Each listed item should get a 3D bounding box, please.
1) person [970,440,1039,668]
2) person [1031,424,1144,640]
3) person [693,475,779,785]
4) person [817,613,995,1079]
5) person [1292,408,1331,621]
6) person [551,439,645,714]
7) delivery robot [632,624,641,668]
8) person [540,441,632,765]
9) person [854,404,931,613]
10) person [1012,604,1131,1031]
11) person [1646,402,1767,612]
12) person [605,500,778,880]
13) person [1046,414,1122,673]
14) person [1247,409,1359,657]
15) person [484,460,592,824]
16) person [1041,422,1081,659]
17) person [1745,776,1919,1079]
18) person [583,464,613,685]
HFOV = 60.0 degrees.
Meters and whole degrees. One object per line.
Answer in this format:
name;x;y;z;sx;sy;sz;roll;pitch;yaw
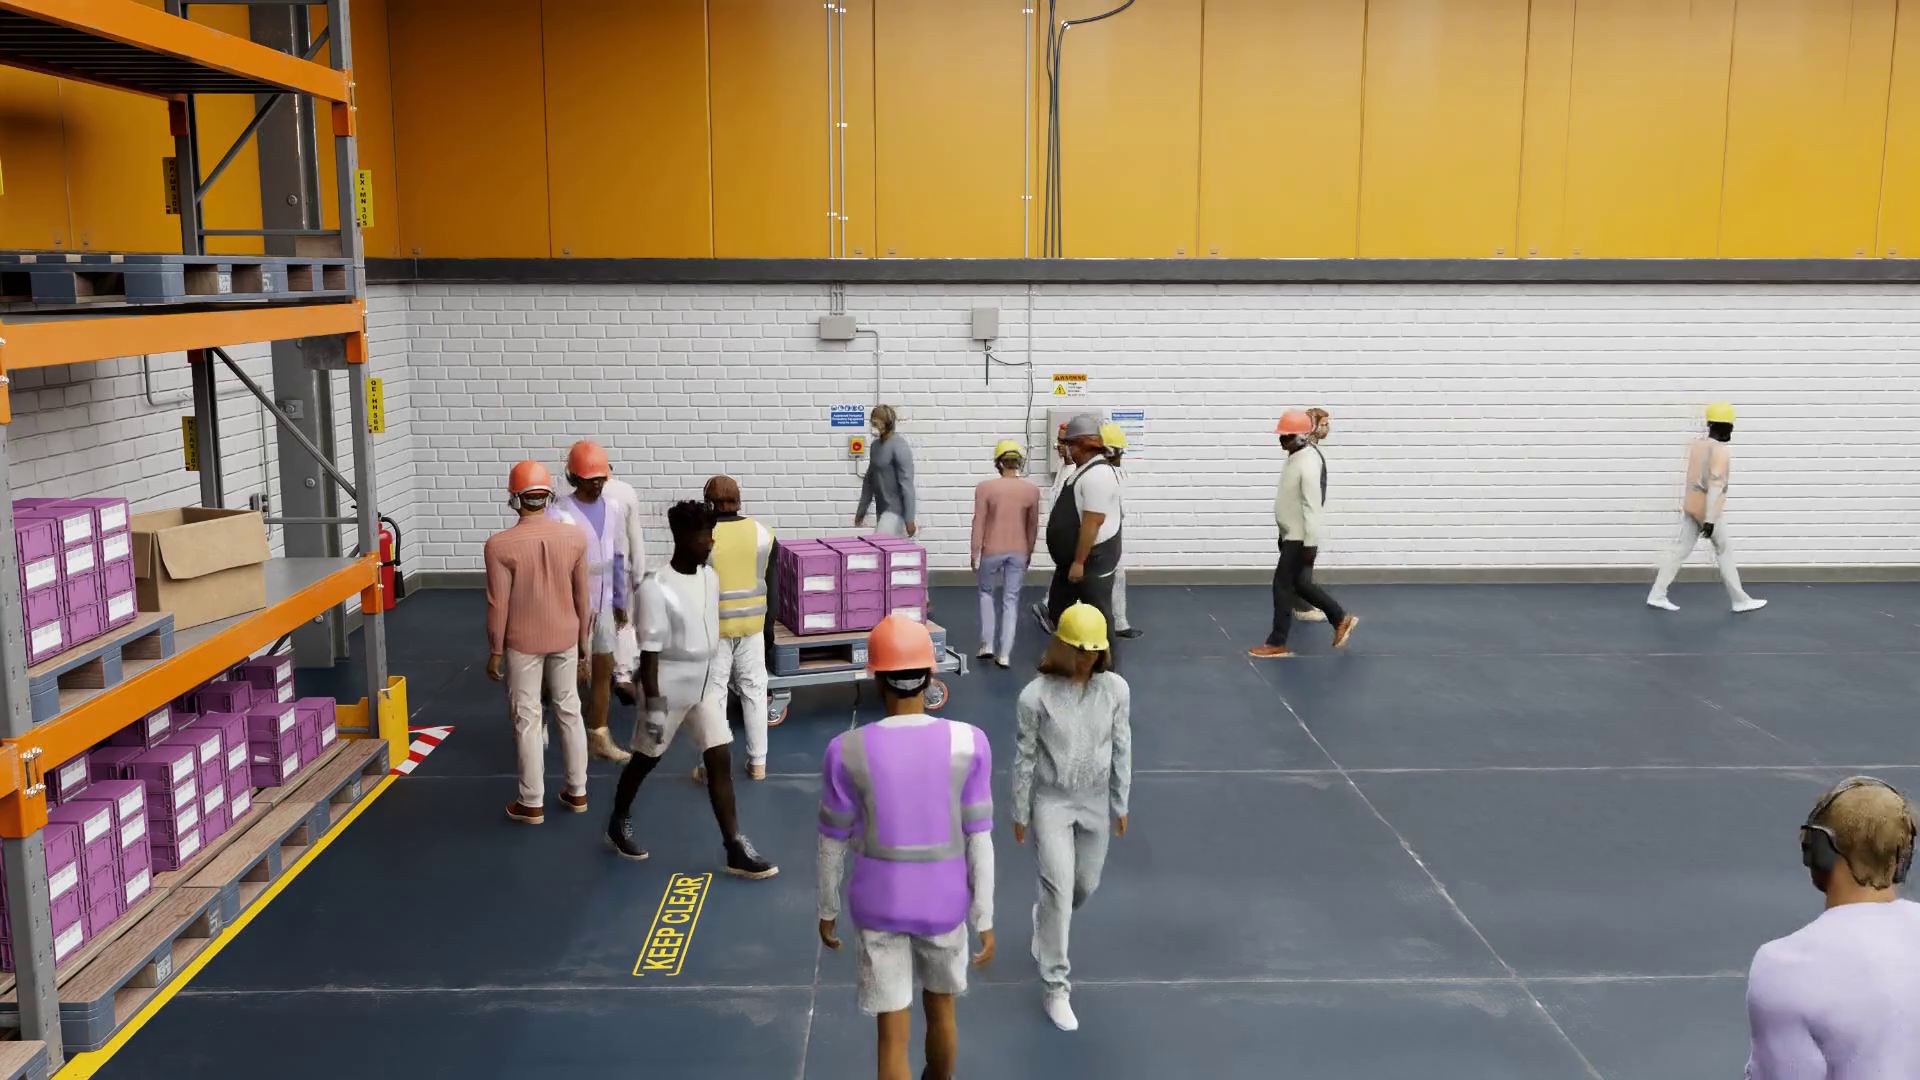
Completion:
person;0.337;0.106;12.709;0.551;1.721;0.487;-2;9;-11
person;1.049;-0.058;13.563;0.846;1.791;0.570;-1;9;-8
person;-1.374;0.530;9.796;0.626;1.842;0.429;-5;10;-26
person;-0.193;1.179;5.579;0.572;1.910;0.783;-1;9;-7
person;3.036;-0.225;14.403;0.334;1.845;0.513;1;9;5
person;-2.482;0.254;11.334;0.664;1.882;0.420;-2;10;-14
delivery robot;-2.204;0.736;12.170;0.707;0.478;0.477;-7;11;-35
person;-2.346;0.378;10.208;0.677;2.012;0.648;6;11;32
person;-0.655;-0.230;14.327;0.996;1.883;0.652;-4;10;-22
person;0.436;1.067;6.900;0.491;1.711;0.731;-3;10;-17
person;6.598;-0.278;14.661;1.030;1.870;0.603;0;9;-2
person;-1.425;0.735;8.370;1.061;1.903;0.636;6;11;31
person;0.822;0.089;11.876;0.663;2.000;0.678;-2;9;-10
person;2.708;-0.047;12.975;0.819;1.969;0.621;0;9;-1
person;-2.325;0.555;9.159;0.614;1.993;0.395;-8;12;-39
person;0.839;0.040;12.660;0.345;1.882;0.584;-3;10;-15
person;1.969;1.475;3.793;0.640;1.907;0.611;-3;10;-16
person;-2.809;0.237;12.104;0.640;1.664;0.558;0;9;1
